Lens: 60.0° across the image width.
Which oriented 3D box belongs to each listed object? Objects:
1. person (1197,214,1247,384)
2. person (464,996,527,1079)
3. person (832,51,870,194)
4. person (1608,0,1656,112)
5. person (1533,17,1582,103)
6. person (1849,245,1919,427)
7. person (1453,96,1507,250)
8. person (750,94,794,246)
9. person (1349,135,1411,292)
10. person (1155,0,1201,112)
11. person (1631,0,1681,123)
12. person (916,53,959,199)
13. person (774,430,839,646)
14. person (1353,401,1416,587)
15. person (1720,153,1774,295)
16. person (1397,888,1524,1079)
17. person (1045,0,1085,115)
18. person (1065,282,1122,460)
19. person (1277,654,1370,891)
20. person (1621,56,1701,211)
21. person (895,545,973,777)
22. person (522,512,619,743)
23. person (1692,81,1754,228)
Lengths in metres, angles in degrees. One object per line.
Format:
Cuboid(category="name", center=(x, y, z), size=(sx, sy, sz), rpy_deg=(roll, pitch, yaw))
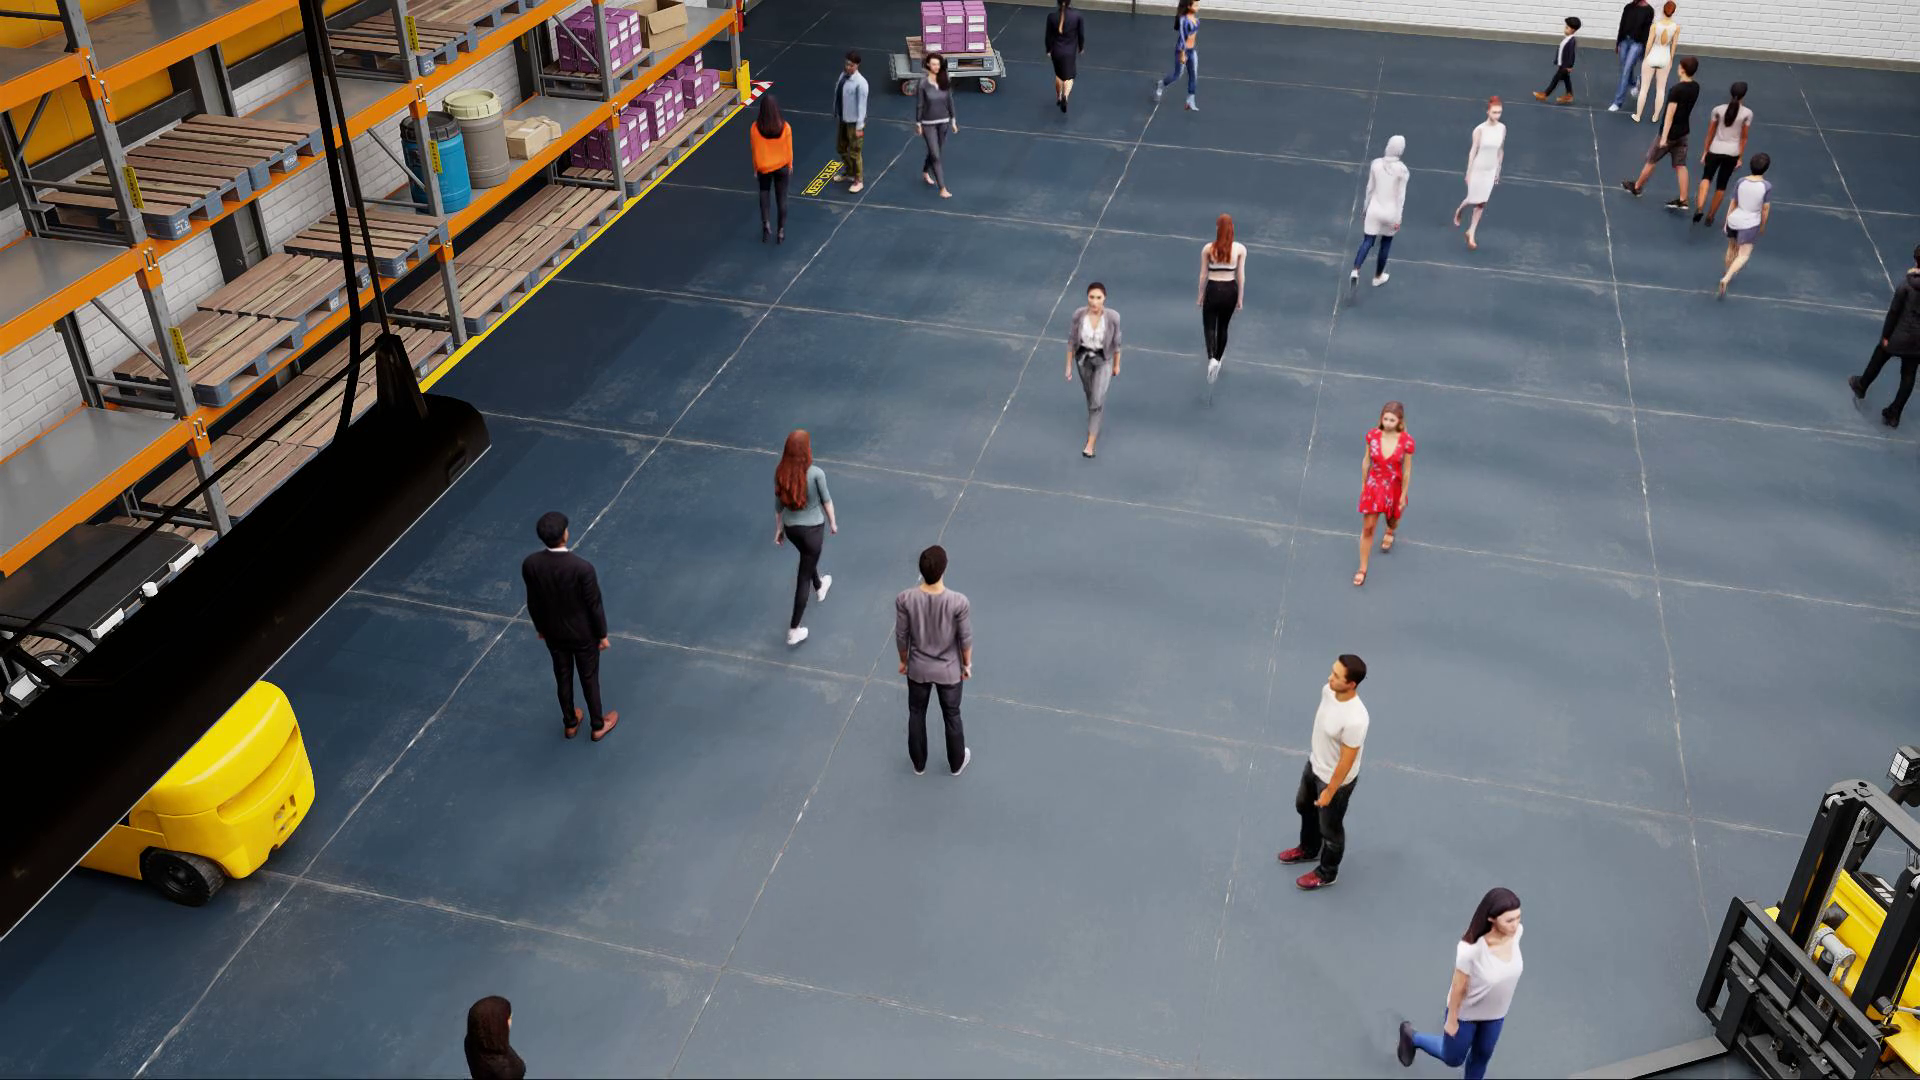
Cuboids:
Cuboid(category="person", center=(2.538, -2.324, 16.303), size=(0.693, 1.728, 1.017), rpy_deg=(5, 34, 7))
Cuboid(category="person", center=(-2.414, 2.974, 8.425), size=(0.739, 1.626, 0.830), rpy_deg=(24, 40, 32))
Cuboid(category="person", center=(-1.338, -5.160, 20.514), size=(0.900, 1.790, 0.897), rpy_deg=(-15, 36, -21))
Cuboid(category="person", center=(9.401, -6.892, 23.183), size=(0.959, 1.721, 1.158), rpy_deg=(28, 43, 36))
Cuboid(category="person", center=(8.585, -6.734, 23.420), size=(0.664, 1.195, 0.789), rpy_deg=(2, 34, 3))
Cuboid(category="person", center=(8.934, -1.879, 15.622), size=(0.719, 1.741, 1.031), rpy_deg=(5, 34, 7))
Cuboid(category="person", center=(5.978, -4.248, 19.147), size=(0.756, 1.785, 0.861), rpy_deg=(-7, 34, -11))
Cuboid(category="person", center=(-2.156, -4.247, 19.190), size=(0.727, 1.736, 0.771), rpy_deg=(-1, 34, -2))
Cuboid(category="person", center=(4.550, -3.504, 18.051), size=(0.882, 1.759, 1.101), rpy_deg=(24, 40, 31))
Cuboid(category="person", center=(3.072, -6.781, 23.130), size=(0.955, 1.594, 0.999), rpy_deg=(28, 42, 35))
Cuboid(category="person", center=(9.525, -6.529, 22.707), size=(0.555, 1.643, 0.490), rpy_deg=(6, 34, 9))
Cuboid(category="person", center=(-0.343, -5.157, 20.570), size=(1.091, 1.723, 1.161), rpy_deg=(-17, 37, -24))
Cuboid(category="person", center=(-1.226, 0.005, 12.825), size=(0.657, 1.700, 1.174), rpy_deg=(12, 35, 17))
Cuboid(category="person", center=(3.509, -0.446, 13.627), size=(0.686, 1.564, 1.076), rpy_deg=(14, 36, 20))
Cuboid(category="person", center=(8.540, -3.433, 18.138), size=(1.002, 1.544, 0.847), rpy_deg=(-28, 42, -35))
Cuboid(category="person", center=(2.750, 2.508, 9.085), size=(0.947, 1.671, 1.025), rpy_deg=(-16, 37, -23))
Cuboid(category="person", center=(1.442, -6.698, 22.953), size=(0.755, 1.651, 0.988), rpy_deg=(4, 34, 6))
Cuboid(category="person", center=(1.253, -1.630, 15.345), size=(0.654, 1.633, 1.064), rpy_deg=(10, 35, 14))
Cuboid(category="person", center=(2.411, 1.468, 10.534), size=(0.820, 1.799, 0.706), rpy_deg=(-8, 34, -11))
Cuboid(category="person", center=(8.672, -4.858, 20.034), size=(1.212, 1.819, 1.282), rpy_deg=(-17, 37, -24))
Cuboid(category="person", center=(-0.175, 0.844, 11.425), size=(0.697, 1.852, 0.575), rpy_deg=(4, 34, 6))
Cuboid(category="person", center=(-2.759, 0.618, 11.737), size=(0.713, 1.884, 0.570), rpy_deg=(5, 34, 8))
Cuboid(category="person", center=(8.968, -4.503, 19.576), size=(0.712, 1.734, 0.829), rpy_deg=(17, 37, 24))
